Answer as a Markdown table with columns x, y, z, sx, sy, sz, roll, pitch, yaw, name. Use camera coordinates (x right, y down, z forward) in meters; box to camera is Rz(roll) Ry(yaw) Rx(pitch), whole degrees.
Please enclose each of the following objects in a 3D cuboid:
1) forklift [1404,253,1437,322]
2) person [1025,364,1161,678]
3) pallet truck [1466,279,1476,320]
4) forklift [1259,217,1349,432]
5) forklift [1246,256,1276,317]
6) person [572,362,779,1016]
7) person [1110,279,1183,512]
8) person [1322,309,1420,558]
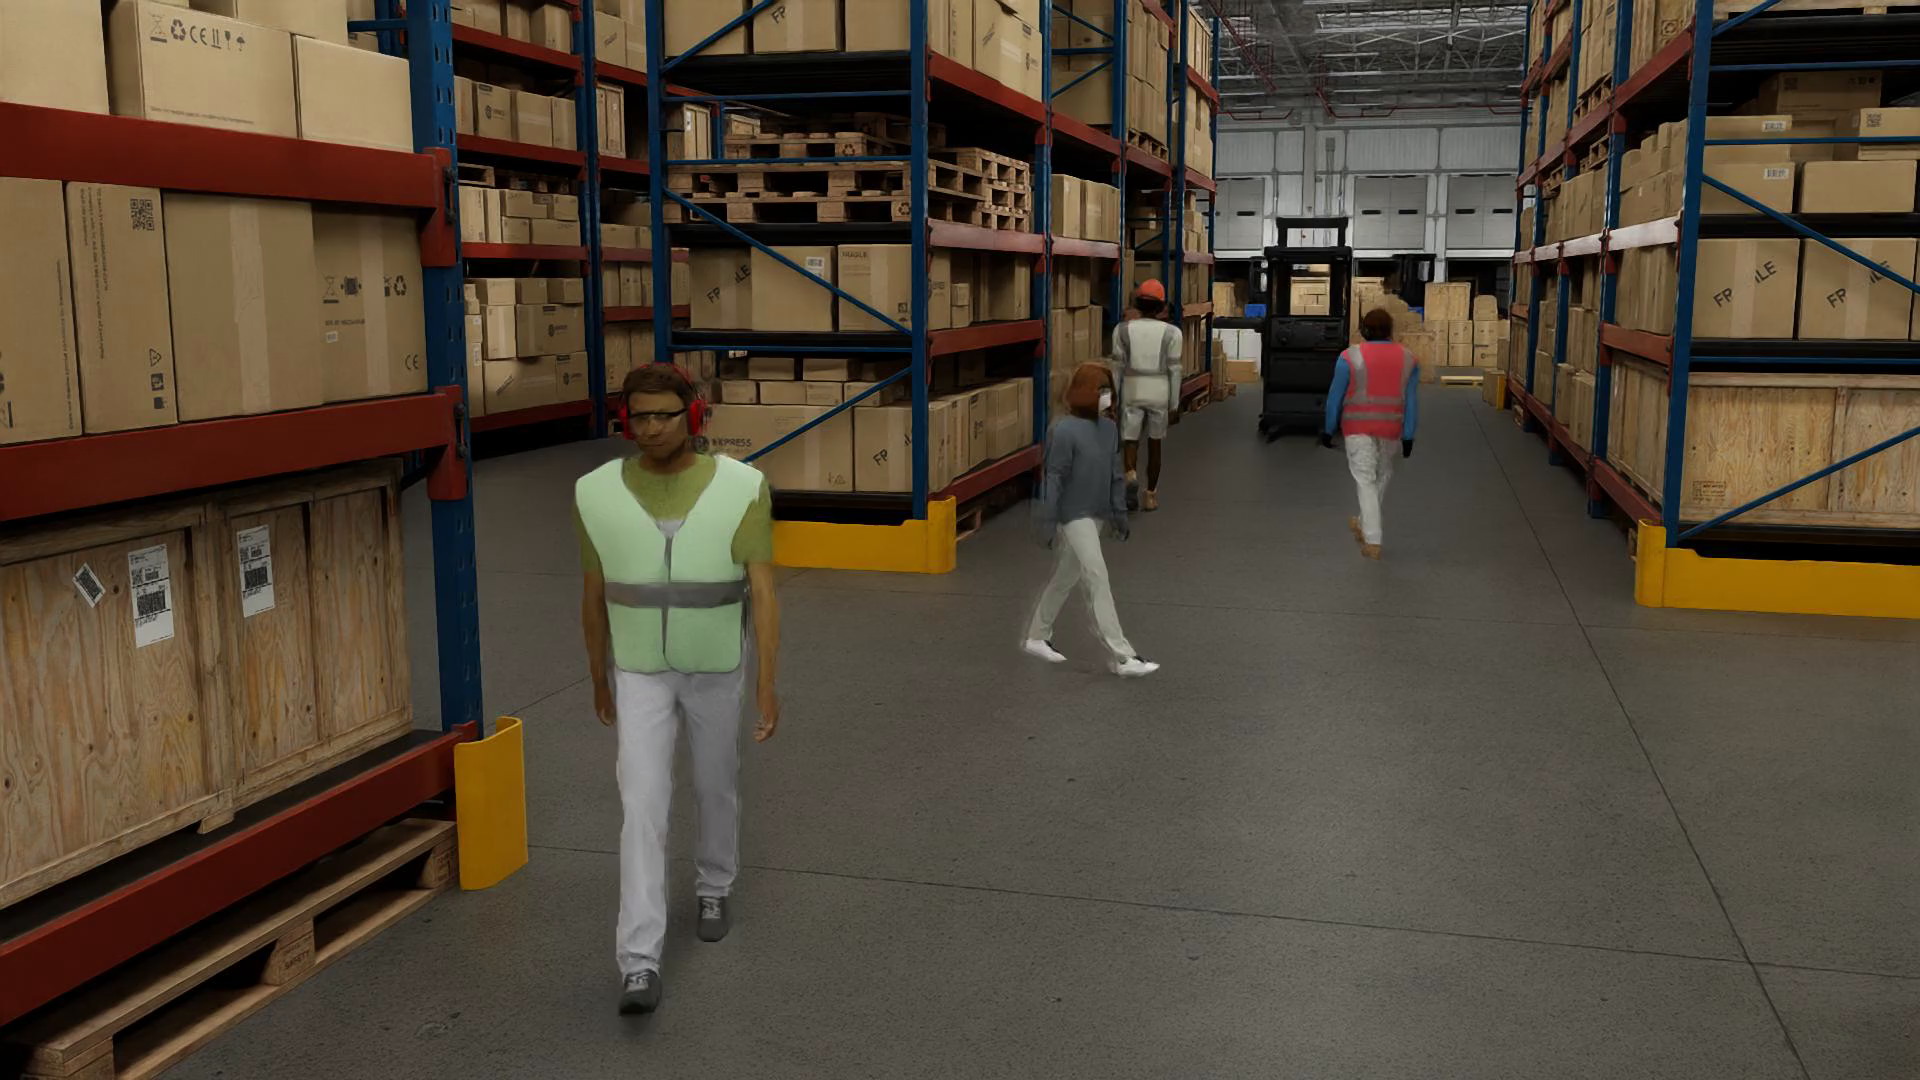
| x | y | z | sx | sy | sz | roll | pitch | yaw | name |
| --- | --- | --- | --- | --- | --- | --- | --- | --- | --- |
| 14.923 | -7.899 | 53.958 | 1.129 | 2.768 | 1.873 | -2 | 9 | -11 | forklift |
| 0.665 | -0.108 | 8.533 | 0.880 | 1.584 | 0.514 | 7 | 11 | 37 | person |
| 18.896 | -8.459 | 60.307 | 1.885 | 1.965 | 0.823 | 5 | 10 | 31 | pallet truck |
| 4.672 | -2.906 | 22.238 | 1.129 | 2.768 | 1.873 | 2 | 9 | 15 | forklift |
| 11.003 | -8.927 | 60.490 | 1.129 | 2.768 | 1.873 | 2 | 9 | 15 | forklift |
| -0.808 | 0.387 | 4.777 | 0.576 | 1.789 | 0.969 | -1 | 9 | -6 | person |
| 1.580 | -1.211 | 14.192 | 0.618 | 2.020 | 0.736 | 2 | 9 | 12 | person |
| 3.012 | -0.804 | 12.319 | 0.624 | 1.791 | 0.954 | -2 | 9 | -10 | person |
